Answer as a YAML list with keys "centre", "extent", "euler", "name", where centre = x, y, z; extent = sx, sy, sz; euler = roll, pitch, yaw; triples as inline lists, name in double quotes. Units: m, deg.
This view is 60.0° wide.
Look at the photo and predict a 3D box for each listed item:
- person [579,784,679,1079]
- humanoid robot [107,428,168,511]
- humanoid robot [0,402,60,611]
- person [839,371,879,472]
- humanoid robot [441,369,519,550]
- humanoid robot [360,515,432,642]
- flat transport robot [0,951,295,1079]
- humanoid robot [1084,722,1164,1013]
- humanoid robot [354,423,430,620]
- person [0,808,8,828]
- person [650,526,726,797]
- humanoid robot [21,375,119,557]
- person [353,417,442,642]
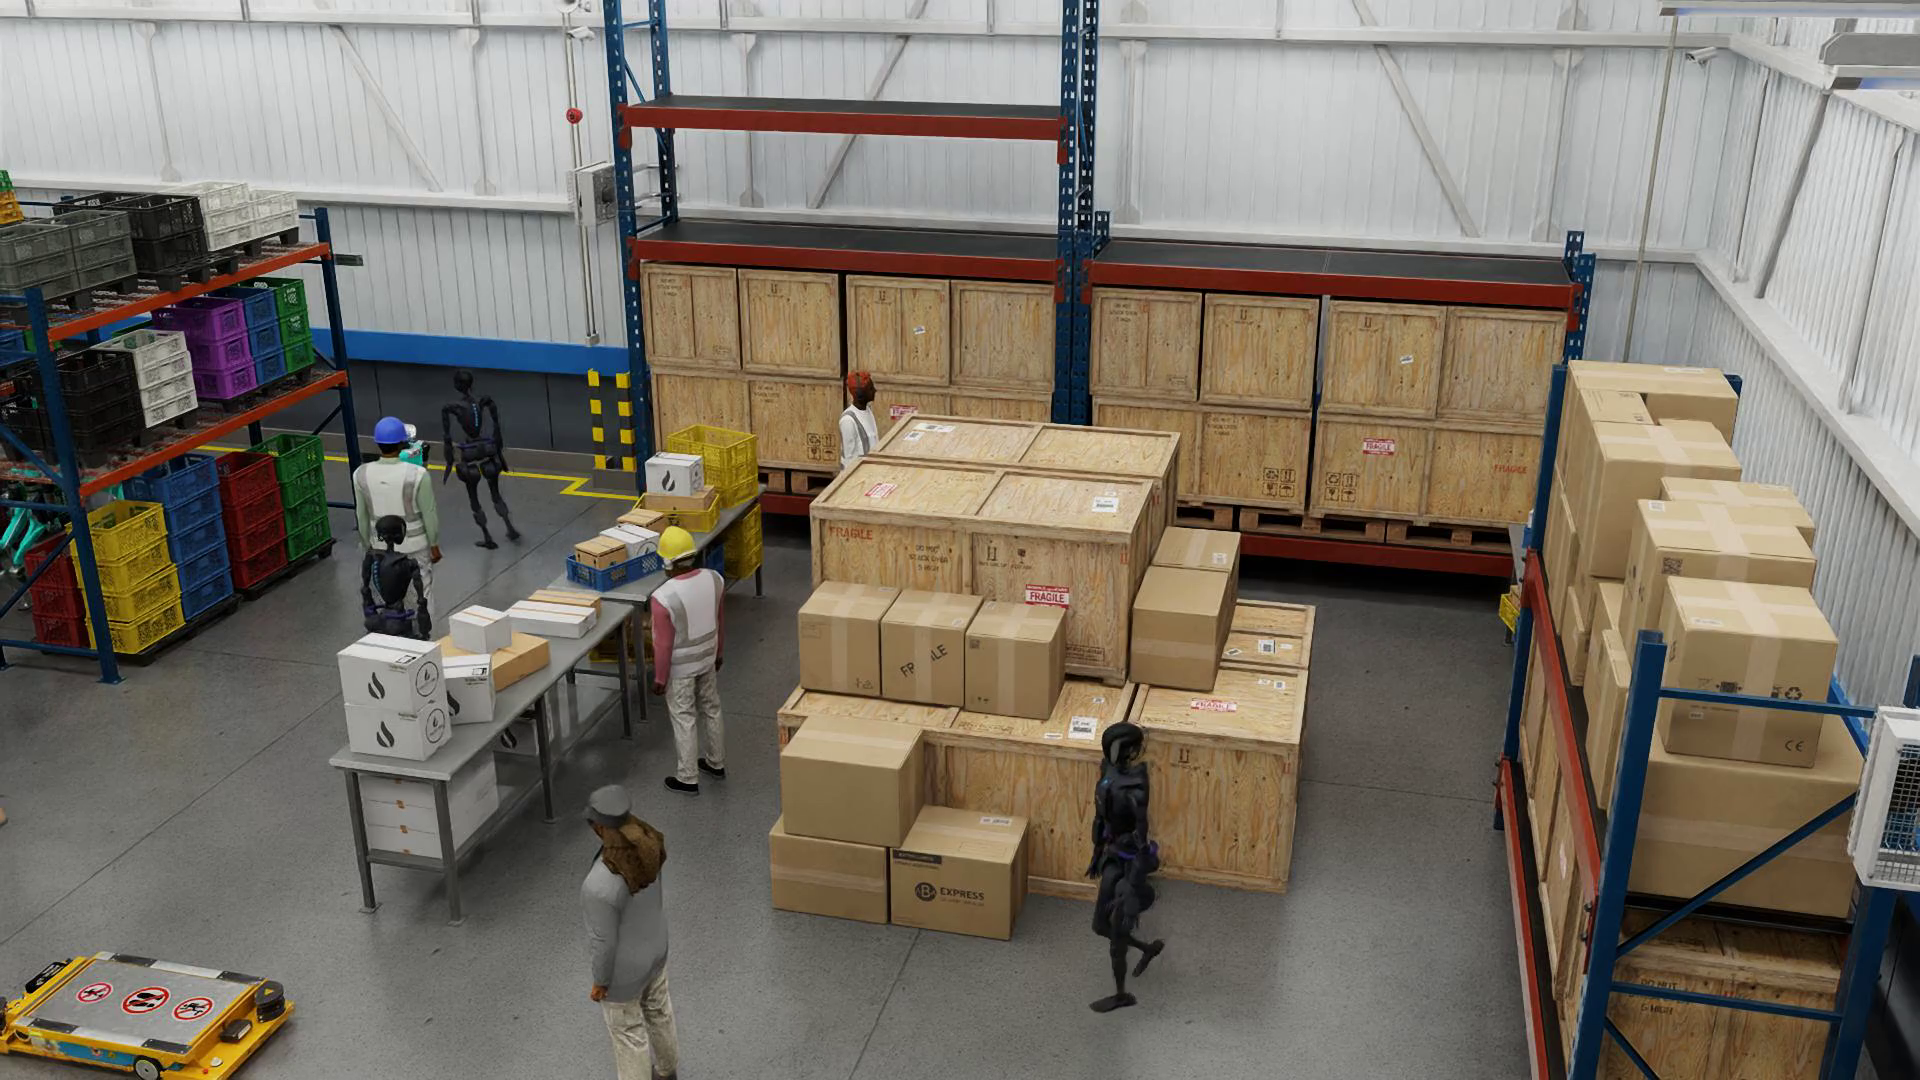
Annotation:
- centre: [-1.559, 1.954, 7.836]
  extent: [0.405, 1.762, 0.572]
  euler: [7, 22, 18]
  name: "person"
- centre: [-7.219, -0.526, 14.367]
  extent: [0.567, 1.763, 0.854]
  euler: [1, 21, 3]
  name: "humanoid robot"
- centre: [-7.659, -0.214, 13.442]
  extent: [0.530, 1.728, 0.692]
  euler: [7, 22, 17]
  name: "humanoid robot"
- centre: [-0.831, -0.516, 14.131]
  extent: [0.348, 1.883, 0.582]
  euler: [5, 21, 12]
  name: "person"
- centre: [-4.348, -0.722, 14.979]
  extent: [0.601, 1.643, 0.404]
  euler: [-18, 27, -39]
  name: "humanoid robot"
- centre: [-3.884, 0.627, 11.437]
  extent: [0.615, 1.635, 0.387]
  euler: [10, 23, 24]
  name: "humanoid robot"
- centre: [-4.270, 2.464, 8.601]
  extent: [1.431, 0.231, 0.659]
  euler: [5, 22, 13]
  name: "flat transport robot"
- centre: [0.912, 1.698, 8.642]
  extent: [0.469, 1.643, 0.593]
  euler: [-7, 22, -18]
  name: "humanoid robot"
- centre: [-4.536, -0.120, 13.166]
  extent: [0.740, 1.689, 0.531]
  euler: [7, 22, 18]
  name: "humanoid robot"
- centre: [-6.282, 0.912, 10.181]
  extent: [0.613, 2.039, 0.389]
  euler: [6, 22, 15]
  name: "person"
- centre: [-1.777, 0.783, 10.811]
  extent: [0.404, 1.827, 0.599]
  euler: [15, 26, 34]
  name: "person"
- centre: [-7.790, -0.668, 14.770]
  extent: [0.537, 1.795, 0.781]
  euler: [15, 26, 35]
  name: "humanoid robot"
- centre: [-4.253, 0.011, 12.666]
  extent: [0.604, 1.947, 0.404]
  euler: [1, 21, 3]
  name: "person"
